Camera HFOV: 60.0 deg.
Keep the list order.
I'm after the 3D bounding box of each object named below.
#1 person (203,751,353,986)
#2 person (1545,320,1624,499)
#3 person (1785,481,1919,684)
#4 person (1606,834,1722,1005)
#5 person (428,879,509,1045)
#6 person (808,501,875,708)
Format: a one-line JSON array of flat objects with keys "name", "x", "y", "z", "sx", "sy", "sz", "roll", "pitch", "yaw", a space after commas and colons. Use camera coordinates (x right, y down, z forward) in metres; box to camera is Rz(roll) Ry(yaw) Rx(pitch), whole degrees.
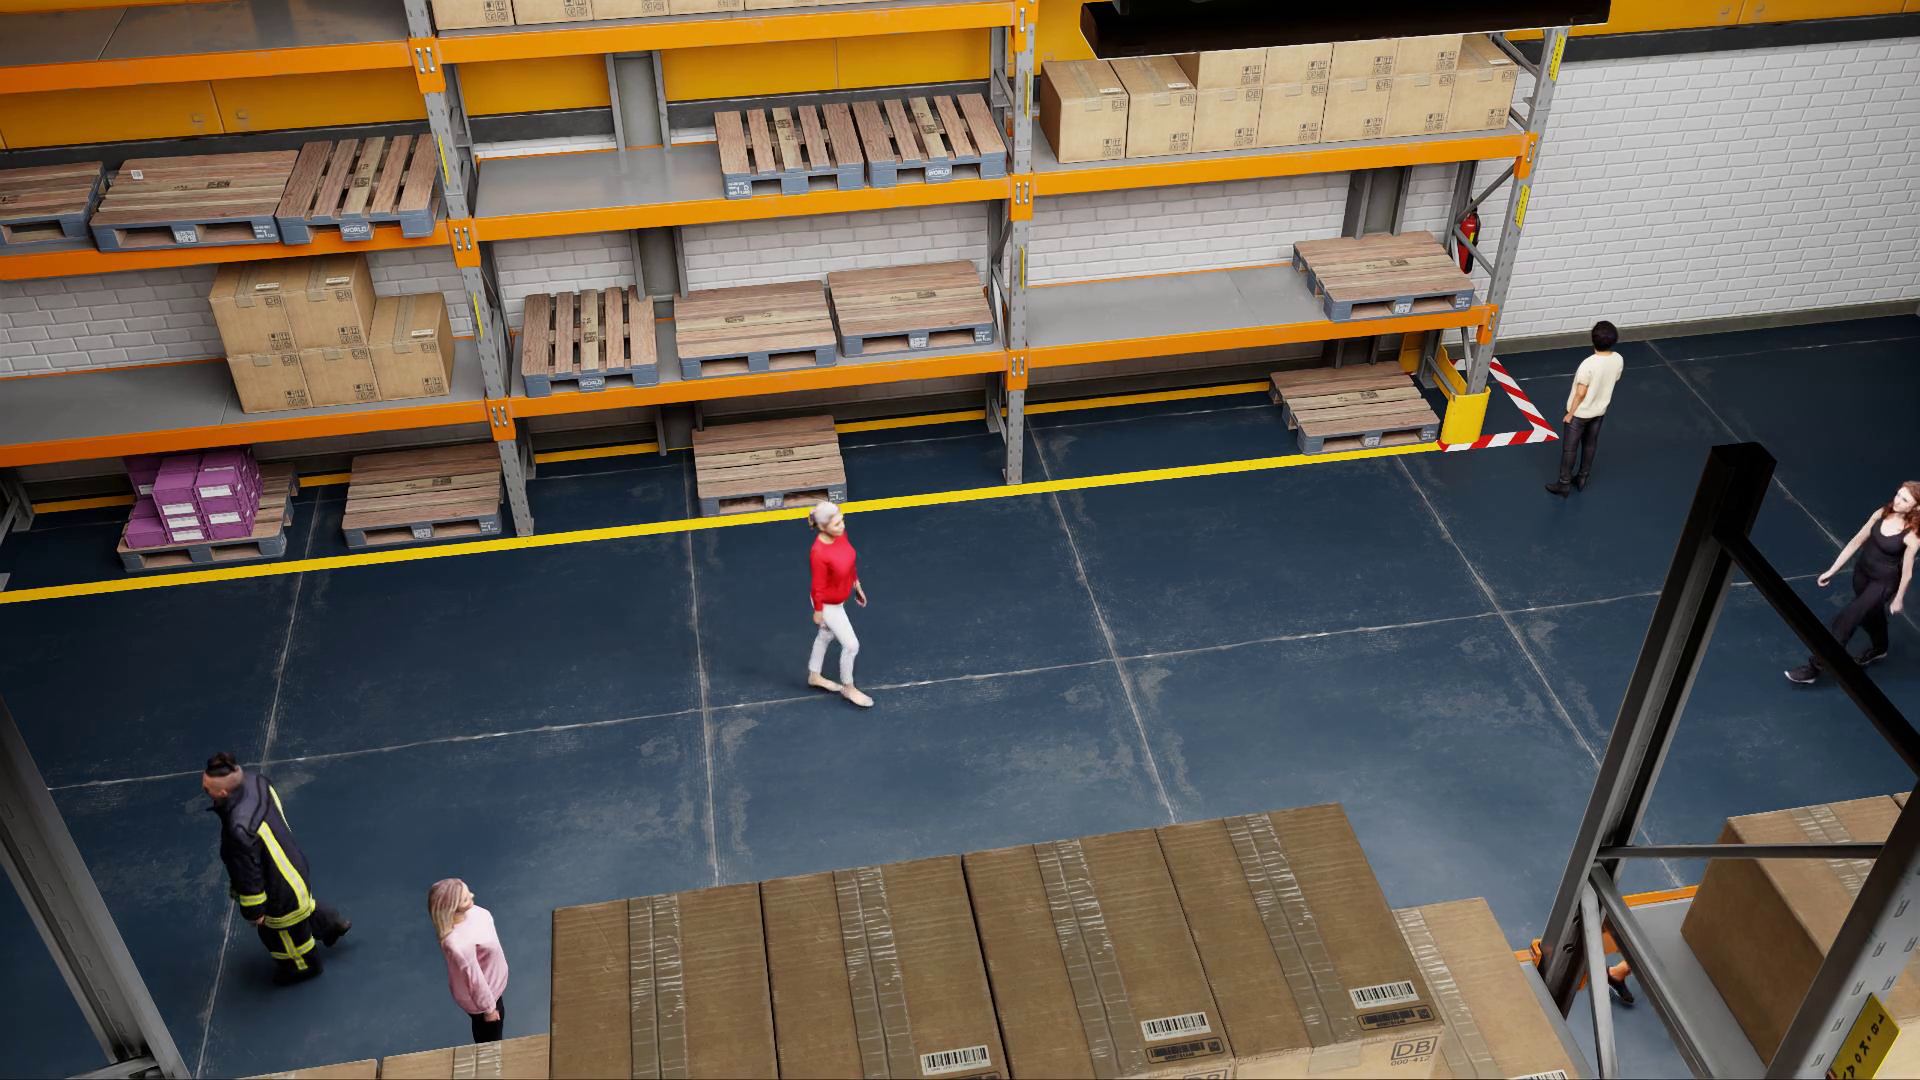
[{"name": "person", "x": -3.847, "y": 1.869, "z": 9.460, "sx": 0.811, "sy": 1.849, "sz": 0.786, "roll": -8, "pitch": 39, "yaw": -9}, {"name": "person", "x": 5.018, "y": -1.043, "z": 13.315, "sx": 0.502, "sy": 1.588, "sz": 0.699, "roll": -16, "pitch": 41, "yaw": -19}, {"name": "person", "x": 6.446, "y": 0.278, "z": 11.570, "sx": 1.130, "sy": 1.701, "sz": 0.627, "roll": -9, "pitch": 39, "yaw": -11}, {"name": "person", "x": 4.069, "y": 2.167, "z": 9.257, "sx": 1.132, "sy": 1.637, "sz": 1.025, "roll": 20, "pitch": 43, "yaw": 23}, {"name": "person", "x": -2.601, "y": 2.391, "z": 8.934, "sx": 0.603, "sy": 1.688, "sz": 0.640, "roll": -14, "pitch": 41, "yaw": -17}, {"name": "person", "x": -0.968, "y": 0.402, "z": 11.437, "sx": 0.864, "sy": 1.674, "sz": 0.741, "roll": 10, "pitch": 40, "yaw": 12}]
